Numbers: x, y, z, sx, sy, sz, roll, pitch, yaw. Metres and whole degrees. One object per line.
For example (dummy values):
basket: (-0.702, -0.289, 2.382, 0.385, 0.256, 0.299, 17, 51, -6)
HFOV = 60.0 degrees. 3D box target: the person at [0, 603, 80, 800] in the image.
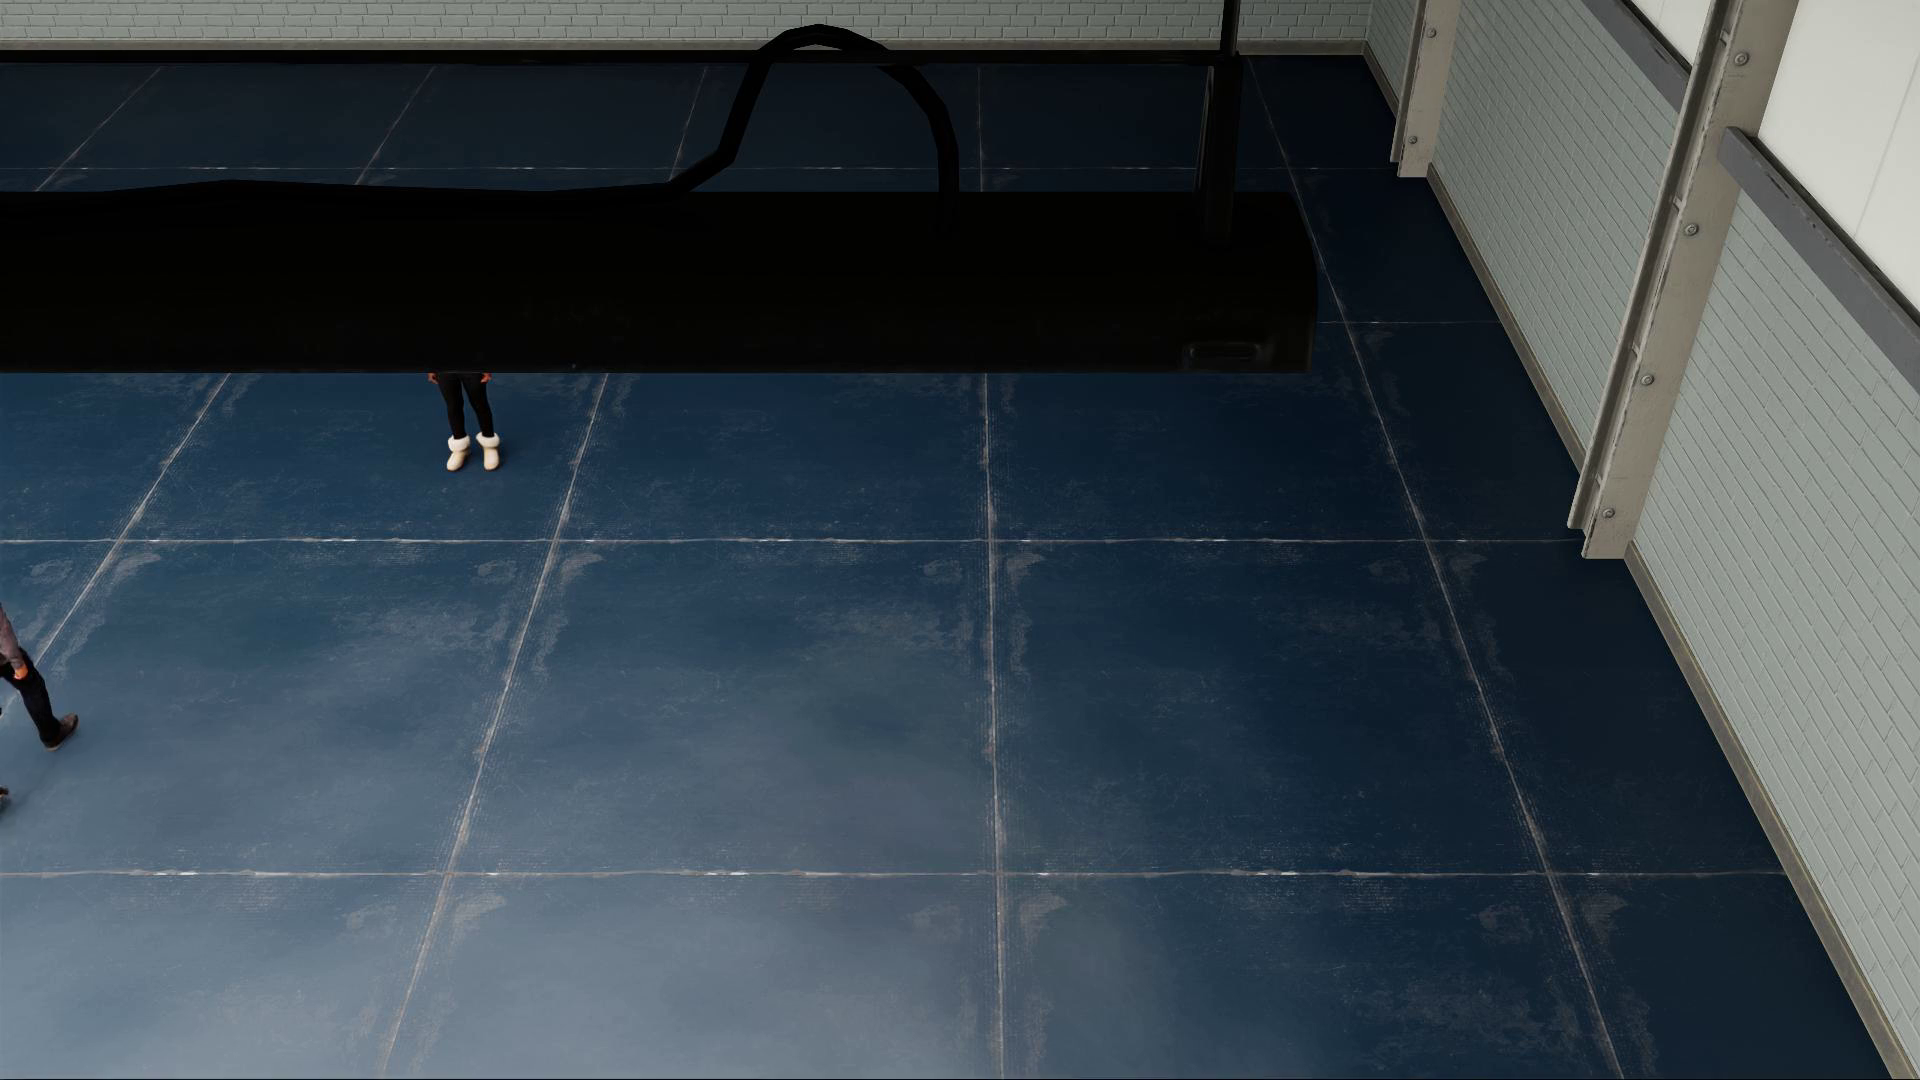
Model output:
person: (-5.402, 0.684, 9.109, 1.120, 1.738, 0.762, 0, 37, 0)
